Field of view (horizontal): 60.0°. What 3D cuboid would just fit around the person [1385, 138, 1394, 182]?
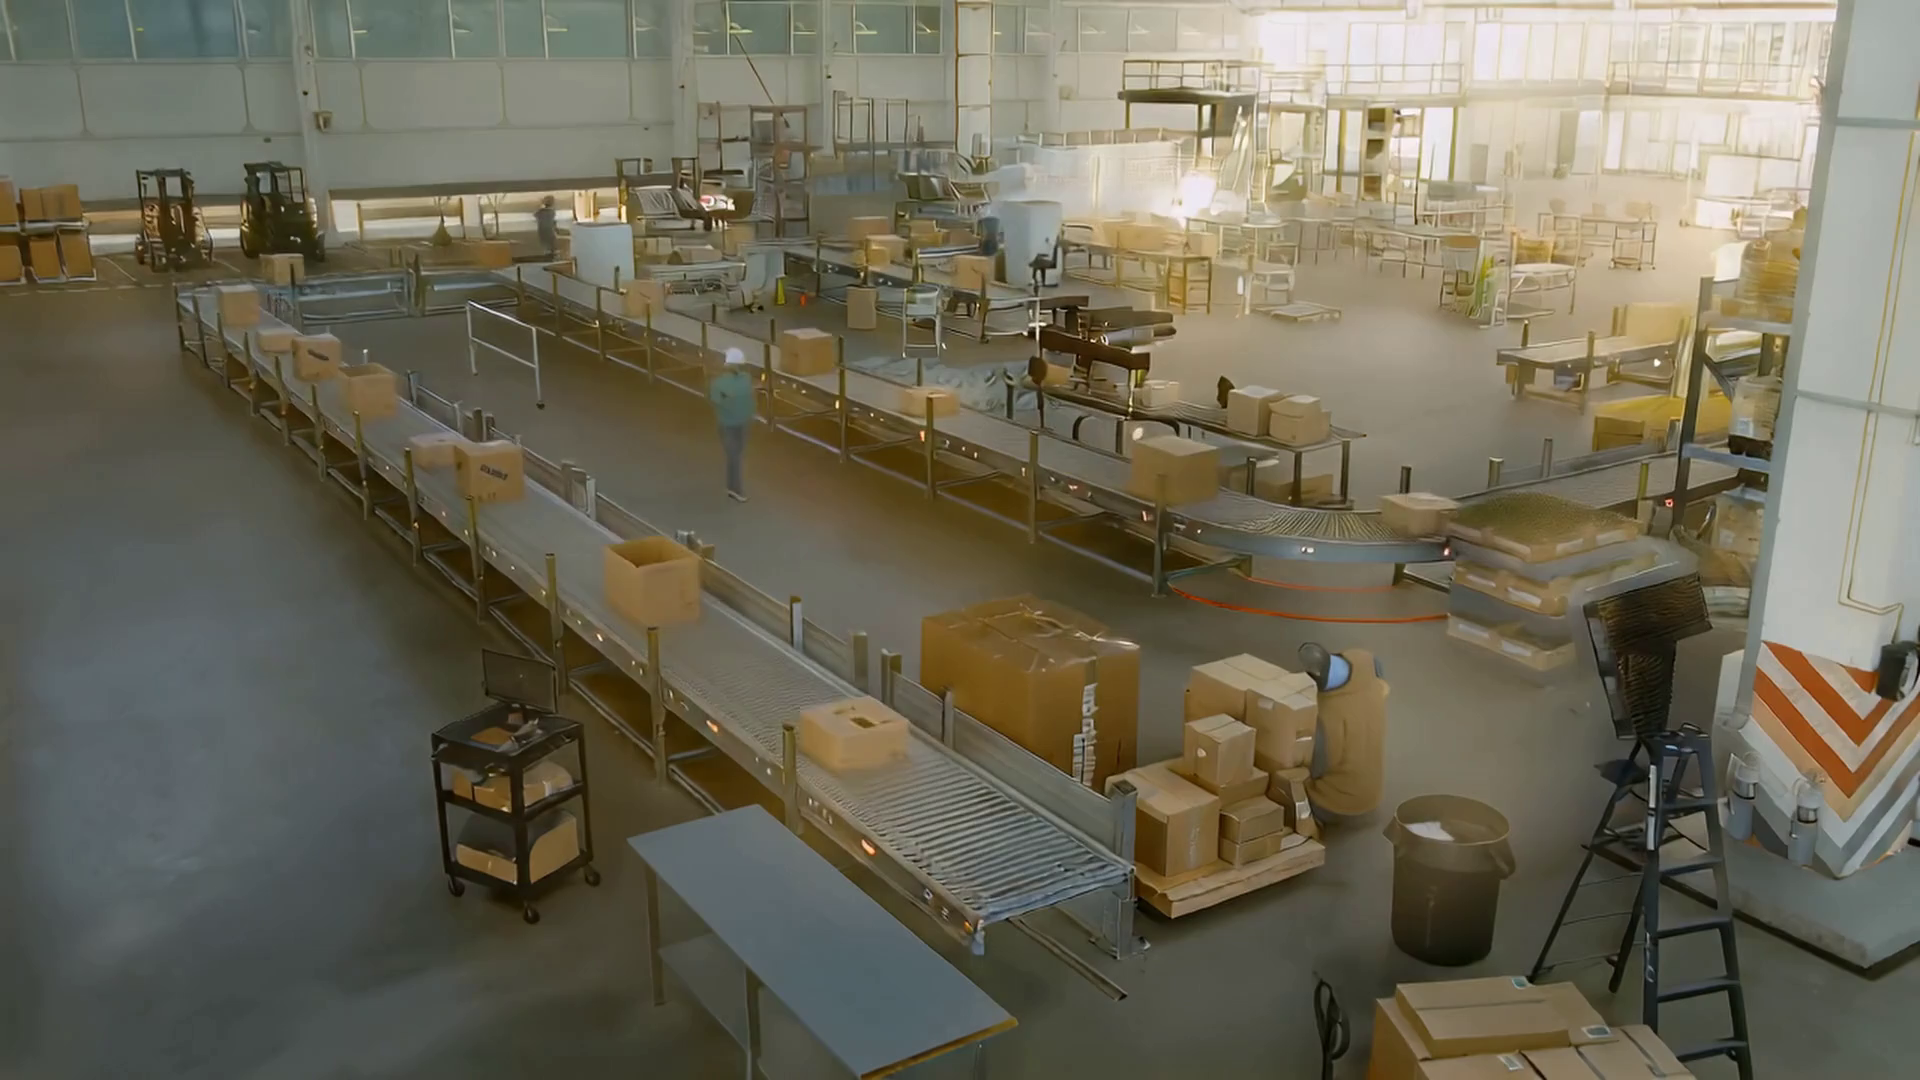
[{"bbox_3d":[14.480,-12.714,56.286,0.518,1.844,0.332,-14,22,-40],"label":"person"}]

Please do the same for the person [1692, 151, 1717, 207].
[{"bbox_3d":[22.877,-11.008,50.852,0.539,1.716,0.857,-2,17,-7],"label":"person"}]

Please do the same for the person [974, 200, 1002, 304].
[{"bbox_3d":[0.454,-5.624,32.459,0.616,1.982,1.055,-15,22,-40],"label":"person"}]

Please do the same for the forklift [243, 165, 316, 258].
[{"bbox_3d":[-15.898,-7.669,38.708,1.157,1.987,2.680,-11,20,-33],"label":"forklift"}]

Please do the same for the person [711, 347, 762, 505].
[{"bbox_3d":[-2.421,-1.260,18.340,0.554,1.738,0.750,-15,23,-41],"label":"person"}]

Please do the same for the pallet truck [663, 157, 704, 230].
[{"bbox_3d":[-7.586,-9.308,44.692,0.823,1.965,1.885,-11,20,-33],"label":"pallet truck"}]

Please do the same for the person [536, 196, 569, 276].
[{"bbox_3d":[-8.504,-6.238,34.713,0.963,1.861,0.655,-12,20,-34],"label":"person"}]

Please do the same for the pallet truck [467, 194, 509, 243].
[{"bbox_3d":[-11.983,-8.177,42.137,0.704,1.261,1.522,-11,20,-33],"label":"pallet truck"}]

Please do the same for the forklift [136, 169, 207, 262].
[{"bbox_3d":[-17.842,-7.318,37.559,1.157,1.987,2.680,-10,20,-31],"label":"forklift"}]

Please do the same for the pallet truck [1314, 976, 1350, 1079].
[{"bbox_3d":[2.299,2.390,7.086,1.601,1.201,0.680,-2,17,-7],"label":"pallet truck"}]

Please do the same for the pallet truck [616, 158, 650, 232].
[{"bbox_3d":[-8.918,-9.176,44.255,0.823,1.965,1.885,-9,19,-27],"label":"pallet truck"}]

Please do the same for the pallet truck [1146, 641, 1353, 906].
[{"bbox_3d":[1.664,1.407,10.232,1.630,1.274,0.653,-10,20,-31],"label":"pallet truck"}]

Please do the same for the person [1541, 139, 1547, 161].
[{"bbox_3d":[23.255,-15.844,66.620,0.595,1.892,0.658,-15,22,-41],"label":"person"}]

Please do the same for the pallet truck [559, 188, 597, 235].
[{"bbox_3d":[-10.010,-8.652,43.699,0.653,1.274,1.630,-10,20,-31],"label":"pallet truck"}]

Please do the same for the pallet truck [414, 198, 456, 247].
[{"bbox_3d":[-13.250,-8.060,41.856,0.680,1.201,1.601,-10,20,-31],"label":"pallet truck"}]
